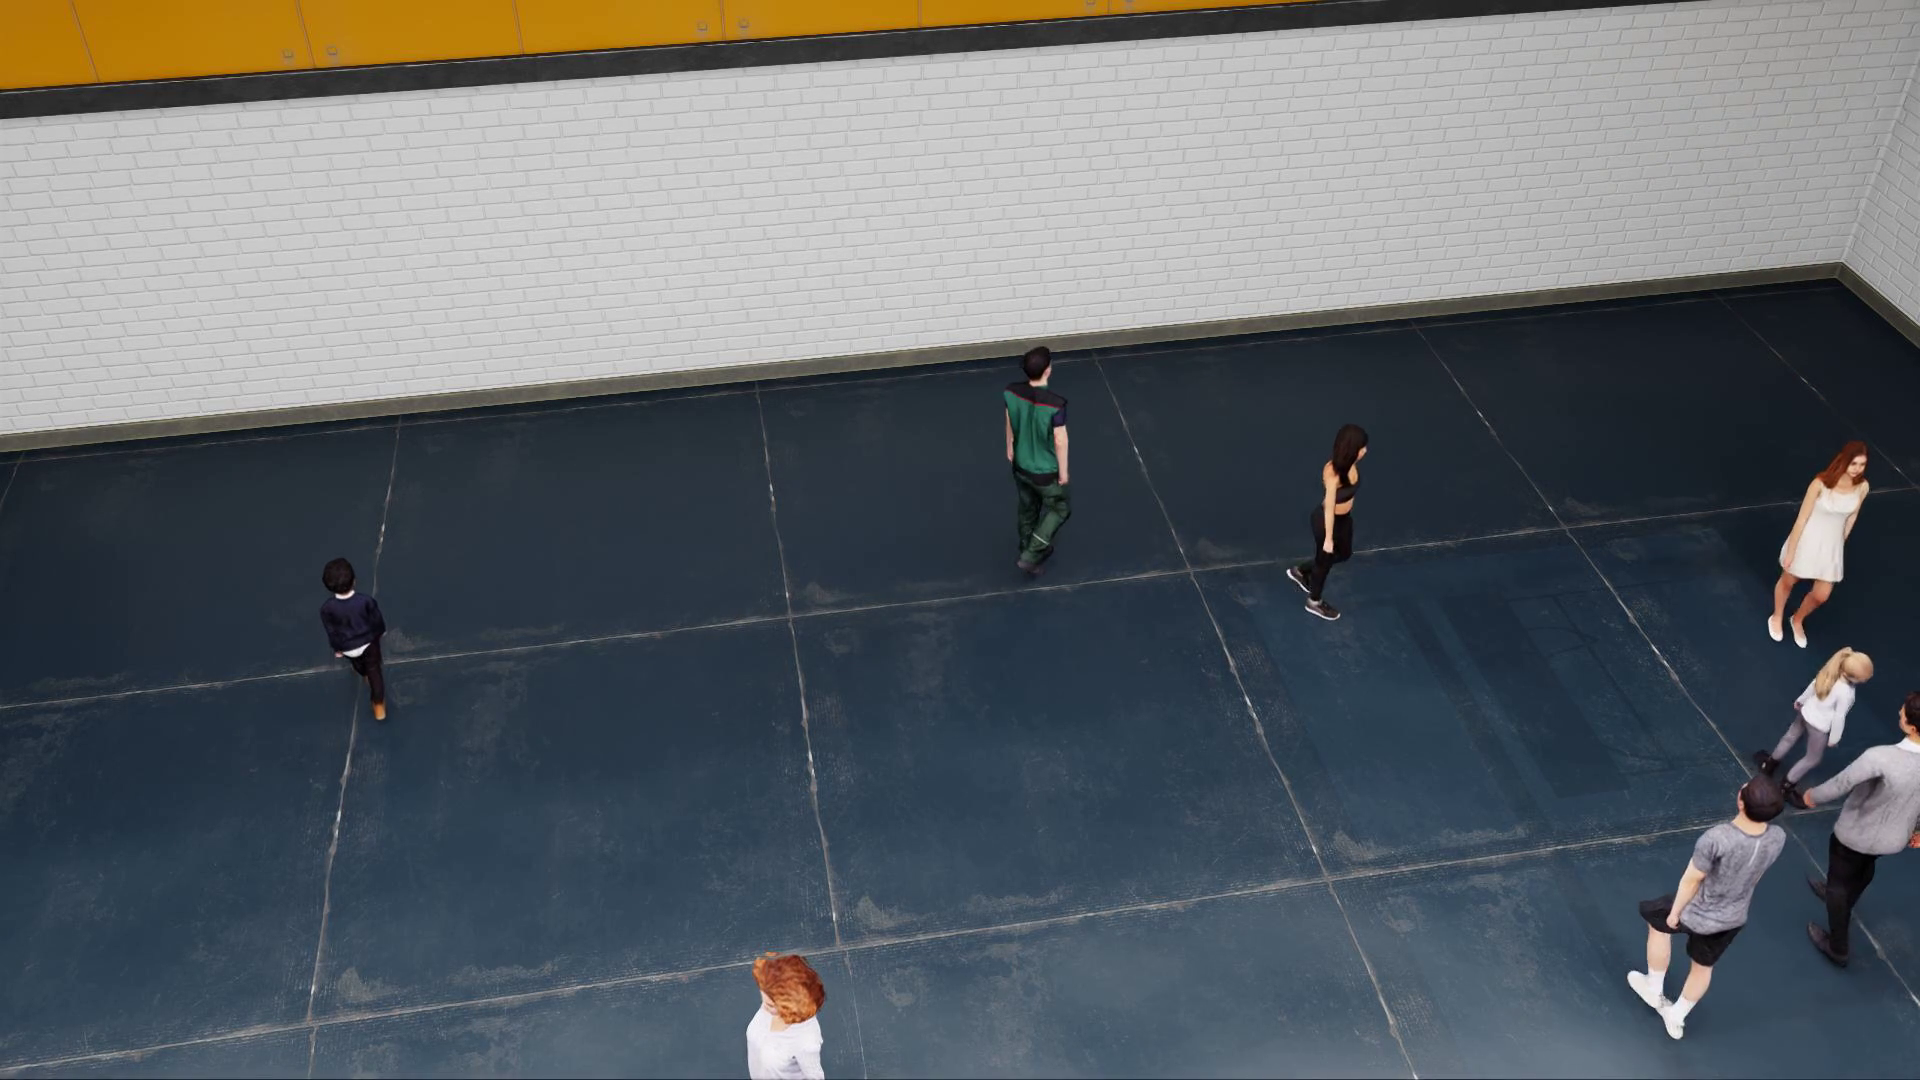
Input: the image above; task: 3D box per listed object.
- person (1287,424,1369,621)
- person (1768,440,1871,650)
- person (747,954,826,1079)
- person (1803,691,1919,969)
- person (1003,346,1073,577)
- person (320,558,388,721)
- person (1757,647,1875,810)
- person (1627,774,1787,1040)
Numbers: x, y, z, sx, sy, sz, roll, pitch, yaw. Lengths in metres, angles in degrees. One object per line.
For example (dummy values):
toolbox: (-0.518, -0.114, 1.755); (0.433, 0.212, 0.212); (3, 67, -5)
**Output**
person: (2.520, -0.149, 11.615); (0.804, 1.633, 0.745); (23, 44, 26)
person: (5.849, -0.034, 11.419); (0.664, 1.697, 0.708); (8, 39, 10)
person: (-0.797, 2.607, 8.102); (0.783, 1.710, 0.659); (-21, 43, -24)
person: (5.065, 1.639, 9.167); (0.750, 1.894, 0.875); (-3, 39, -4)
person: (0.514, -0.499, 11.845); (0.904, 1.893, 0.965); (26, 45, 29)
person: (-3.954, 0.675, 10.935); (0.587, 1.195, 0.854); (-12, 40, -14)
person: (5.294, 1.096, 10.356); (0.739, 1.259, 0.479); (-7, 39, -9)
person: (3.988, 2.004, 8.741); (0.690, 1.855, 0.706); (-3, 39, -3)
